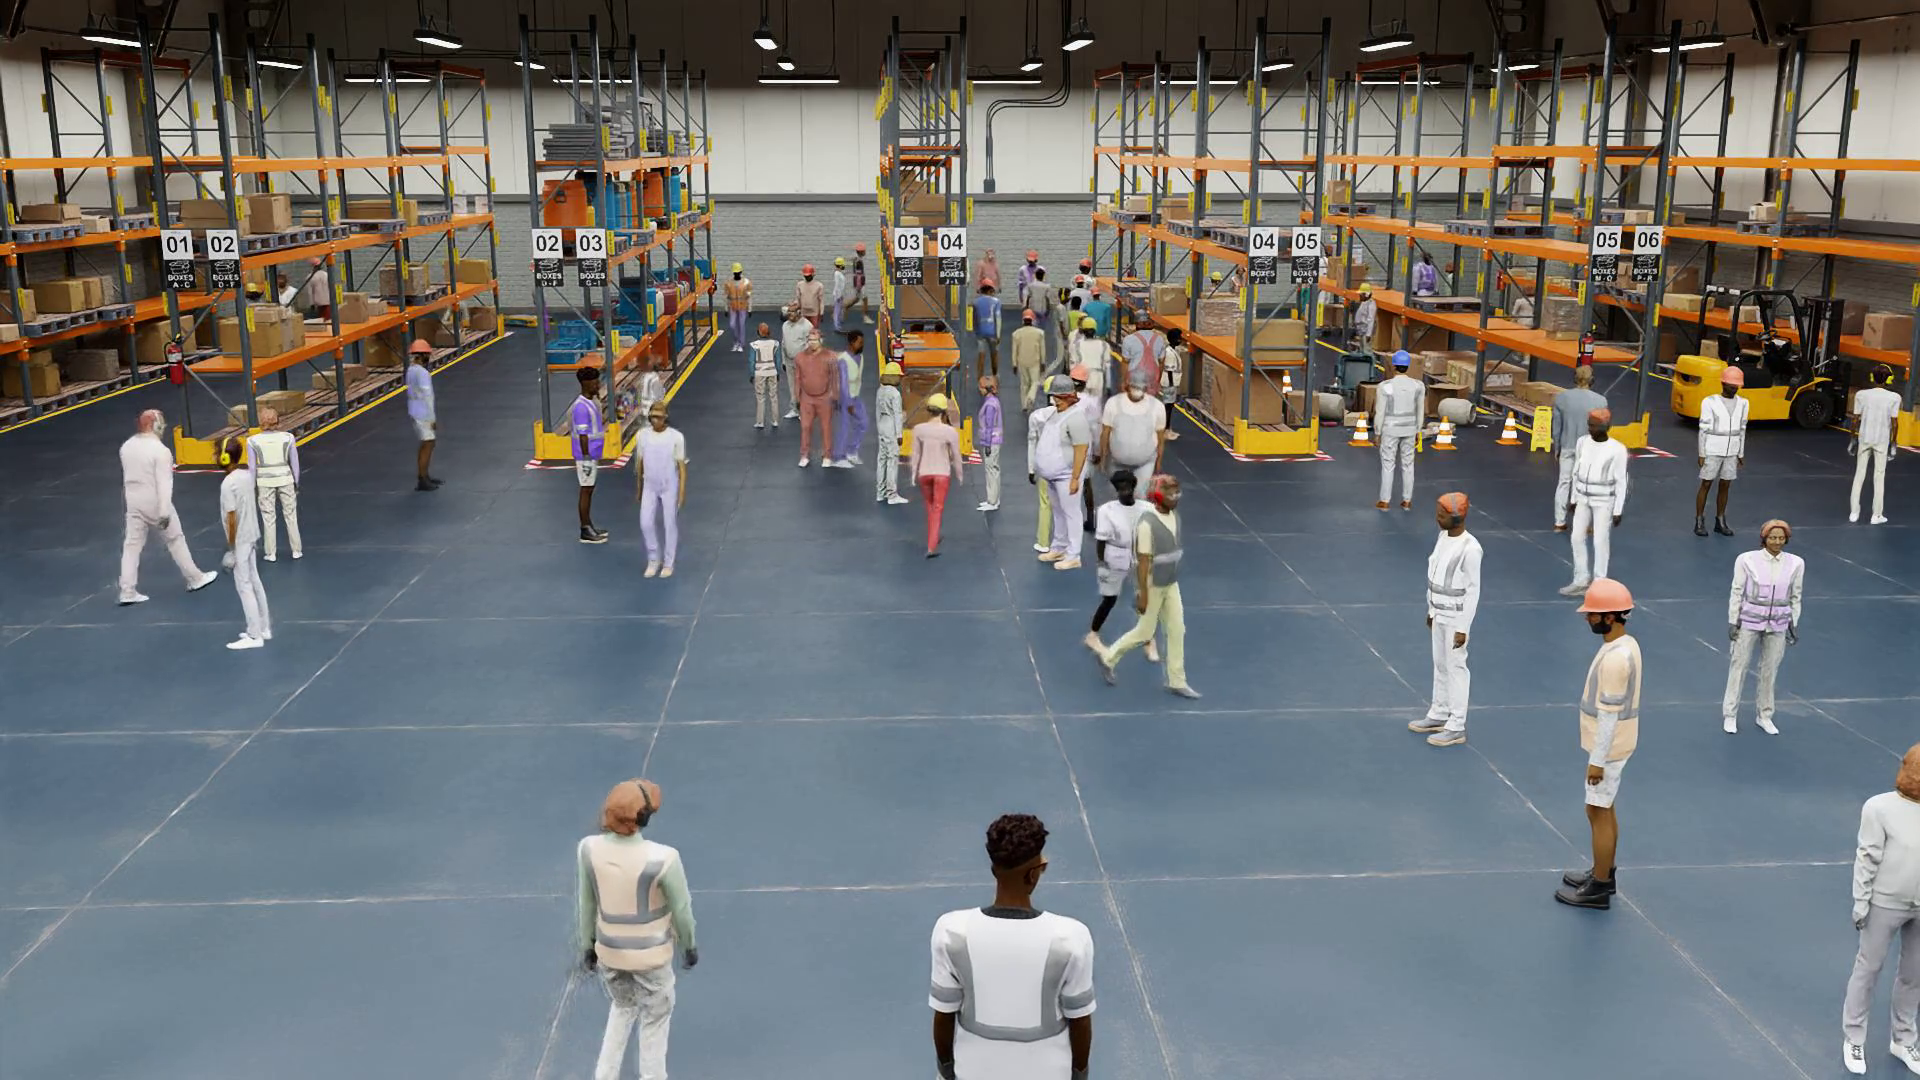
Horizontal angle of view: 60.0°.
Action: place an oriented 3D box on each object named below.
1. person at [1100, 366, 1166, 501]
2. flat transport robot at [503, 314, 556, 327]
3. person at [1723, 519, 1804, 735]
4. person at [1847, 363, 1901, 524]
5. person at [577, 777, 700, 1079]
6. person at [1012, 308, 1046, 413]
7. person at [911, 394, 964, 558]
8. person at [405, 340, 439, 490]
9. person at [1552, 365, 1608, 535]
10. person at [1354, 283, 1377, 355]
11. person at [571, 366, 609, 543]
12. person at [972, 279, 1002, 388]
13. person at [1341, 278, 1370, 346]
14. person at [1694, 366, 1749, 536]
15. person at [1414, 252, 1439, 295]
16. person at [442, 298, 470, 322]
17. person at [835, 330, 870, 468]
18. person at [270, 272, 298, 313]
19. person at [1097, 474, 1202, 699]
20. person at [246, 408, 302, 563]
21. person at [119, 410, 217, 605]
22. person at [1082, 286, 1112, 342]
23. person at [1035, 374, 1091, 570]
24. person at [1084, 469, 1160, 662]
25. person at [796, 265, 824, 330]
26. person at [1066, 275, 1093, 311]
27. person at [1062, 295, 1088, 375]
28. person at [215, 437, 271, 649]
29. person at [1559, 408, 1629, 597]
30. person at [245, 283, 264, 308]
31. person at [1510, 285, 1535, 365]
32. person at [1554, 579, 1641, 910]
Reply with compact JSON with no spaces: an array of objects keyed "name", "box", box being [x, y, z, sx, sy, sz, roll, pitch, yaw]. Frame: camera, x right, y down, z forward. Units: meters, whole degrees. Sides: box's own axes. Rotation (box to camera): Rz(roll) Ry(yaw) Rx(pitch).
[{"name":"person","box":[1.908,-0.966,18.361,0.705,2.000,0.774,3,14,12]},{"name":"flat transport robot","box":[-10.713,-5.419,41.016,1.431,0.197,0.652,9,16,33]},{"name":"person","box":[5.980,0.644,12.394,0.512,1.642,0.311,1,13,6]},{"name":"person","box":[10.651,-1.125,19.398,0.520,1.873,0.333,12,18,41]},{"name":"person","box":[-1.427,1.828,7.400,0.521,1.633,0.384,6,14,23]},{"name":"person","box":[1.117,-2.920,27.282,0.564,1.735,0.575,3,14,13]},{"name":"person","box":[-0.221,-0.717,17.972,0.546,1.726,0.854,5,14,22]},{"name":"person","box":[-6.892,-1.597,21.375,0.479,1.906,0.721,-11,17,-38]},{"name":"person","box":[6.989,-1.005,18.765,0.638,1.945,0.414,12,18,42]},{"name":"person","box":[7.647,-3.927,31.386,0.404,1.824,0.597,-1,13,-4]},{"name":"person","box":[-4.123,-0.956,18.477,0.368,1.965,0.609,-1,13,-6]},{"name":"person","box":[0.506,-3.764,30.384,0.610,1.958,1.059,5,14,19]},{"name":"person","box":[8.963,-5.227,36.952,1.067,1.803,0.580,-5,14,-22]},{"name":"person","box":[8.580,-0.999,18.721,0.542,1.939,0.356,-1,13,-3]},{"name":"person","box":[11.442,-6.099,40.595,0.651,1.806,0.660,-6,15,-24]},{"name":"person","box":[-11.964,-5.796,39.535,0.946,1.703,0.531,-7,15,-26]},{"name":"person","box":[-1.493,-1.922,22.722,0.522,1.902,0.583,7,15,27]},{"name":"person","box":[-13.830,-4.555,34.025,0.596,1.824,0.460,-1,13,-4]},{"name":"person","box":[1.527,0.353,13.263,0.831,1.820,0.574,9,16,35]},{"name":"person","box":[-7.234,-0.577,17.573,0.511,1.640,0.308,-7,15,-27]},{"name":"person","box":[-7.791,-0.337,16.111,0.644,1.847,1.001,5,14,21]},{"name":"person","box":[2.589,-3.995,31.876,0.592,1.717,0.805,-1,13,-3]},{"name":"person","box":[1.050,-0.717,17.304,0.536,2.000,0.682,-4,14,-18]},{"name":"person","box":[1.415,0.202,14.225,0.592,1.668,0.524,-3,14,-14]},{"name":"person","box":[-3.078,-4.636,34.027,0.610,1.986,0.392,2,14,10]},{"name":"person","box":[2.471,-4.608,34.426,0.570,1.742,0.361,-1,13,-4]},{"name":"person","box":[2.093,-3.647,30.523,0.527,1.661,0.757,3,14,14]},{"name":"person","box":[-6.305,0.019,14.558,0.315,1.869,0.531,-1,13,-3]},{"name":"person","box":[6.133,-0.349,16.095,0.437,1.873,0.620,-8,16,-31]},{"name":"person","box":[-13.762,-4.137,32.430,0.320,1.742,0.492,12,18,41]},{"name":"person","box":[11.405,-4.369,33.726,0.522,1.587,0.840,-3,14,-13]},{"name":"person","box":[3.691,1.167,9.586,0.388,1.924,0.549,6,15,24]}]
